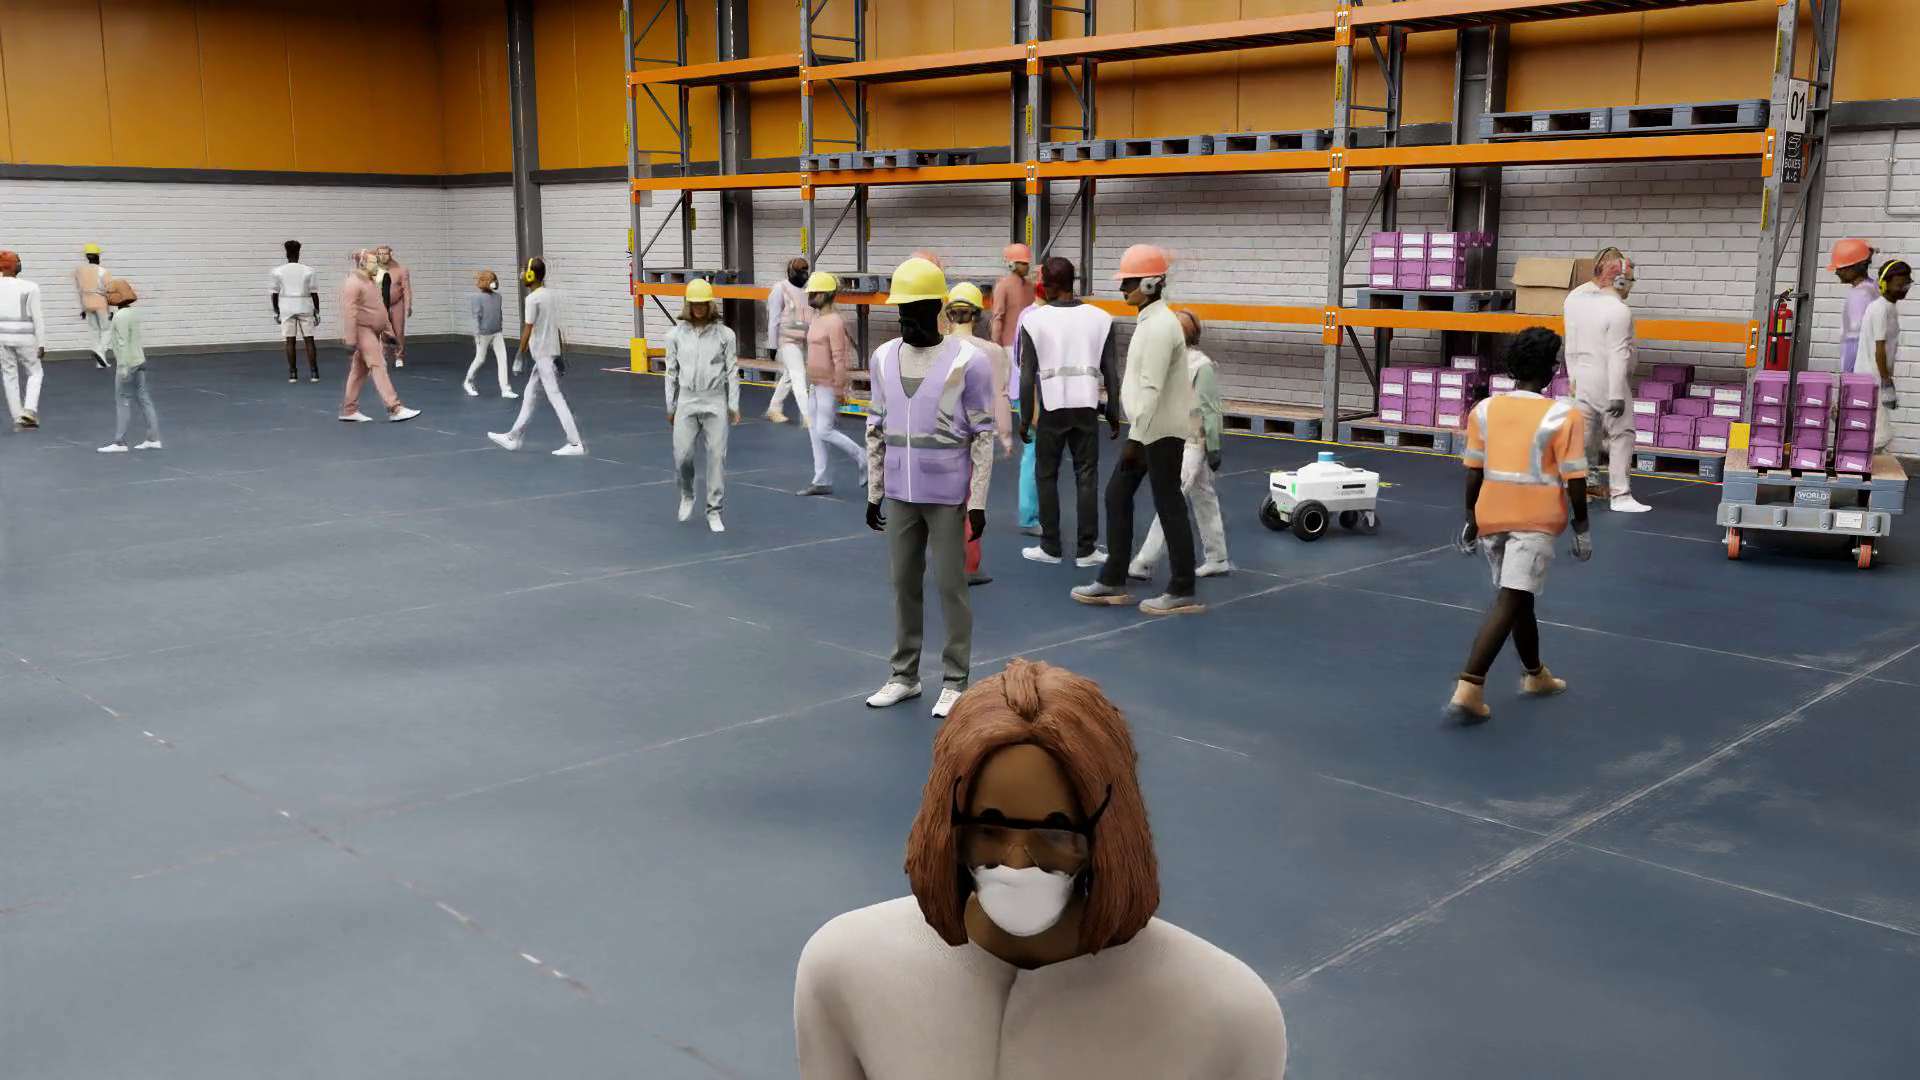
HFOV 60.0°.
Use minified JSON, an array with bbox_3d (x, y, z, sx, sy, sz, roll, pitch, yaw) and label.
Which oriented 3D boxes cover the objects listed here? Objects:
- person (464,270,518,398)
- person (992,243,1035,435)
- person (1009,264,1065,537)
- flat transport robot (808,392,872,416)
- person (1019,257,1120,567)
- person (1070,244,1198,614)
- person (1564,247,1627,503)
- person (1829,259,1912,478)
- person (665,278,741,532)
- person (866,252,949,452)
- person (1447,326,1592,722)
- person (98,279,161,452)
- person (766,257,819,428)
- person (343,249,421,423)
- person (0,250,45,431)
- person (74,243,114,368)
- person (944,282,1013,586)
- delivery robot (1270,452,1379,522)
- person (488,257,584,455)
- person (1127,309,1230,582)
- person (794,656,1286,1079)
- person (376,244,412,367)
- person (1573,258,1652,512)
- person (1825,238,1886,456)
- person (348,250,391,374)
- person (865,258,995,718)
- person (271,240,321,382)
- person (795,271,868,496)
[{"bbox_3d":[-5.947,-2.589,20.870,0.823,1.597,0.512,7,12,32],"label":"person"},{"bbox_3d":[0.537,-1.982,16.616,0.990,1.953,0.609,7,12,32],"label":"person"},{"bbox_3d":[0.525,-0.934,11.207,0.377,1.847,0.590,3,11,18],"label":"person"},{"bbox_3d":[-1.036,-1.514,18.628,0.652,0.197,1.431,-10,14,-44],"label":"flat transport robot"},{"bbox_3d":[0.671,-0.782,10.235,0.631,1.892,0.475,-2,11,-12],"label":"person"},{"bbox_3d":[0.918,-0.570,8.836,0.810,1.961,0.636,-1,10,-4],"label":"person"},{"bbox_3d":[4.834,-1.250,12.653,0.627,1.934,0.370,-7,12,-32],"label":"person"},{"bbox_3d":[6.754,-1.147,12.342,0.485,1.849,0.614,6,12,30],"label":"person"},{"bbox_3d":[-1.768,-0.929,11.458,0.512,1.733,0.477,-2,11,-11],"label":"person"},{"bbox_3d":[-0.303,-1.603,14.750,1.024,1.882,0.553,3,11,18],"label":"person"},{"bbox_3d":[2.353,-0.069,7.005,0.889,1.659,0.534,-7,13,-34],"label":"person"},{"bbox_3d":[-7.850,-1.635,15.630,0.411,1.629,0.504,-1,10,-8],"label":"person"},{"bbox_3d":[-1.783,-2.107,17.723,0.958,1.801,0.642,8,13,38],"label":"person"},{"bbox_3d":[-6.291,-2.193,17.966,0.954,1.860,0.658,0,10,-3],"label":"person"},{"bbox_3d":[-9.768,-2.050,17.204,0.578,1.872,0.405,-3,11,-15],"label":"person"},{"bbox_3d":[-13.110,-3.546,25.242,0.585,1.911,0.473,0,10,2],"label":"person"},{"bbox_3d":[0.053,-0.620,9.704,0.560,1.749,0.489,4,11,21],"label":"person"},{"bbox_3d":[2.471,-0.352,11.262,0.707,0.478,0.477,-4,11,-19],"label":"delivery robot"},{"bbox_3d":[-3.936,-1.682,15.329,0.997,1.818,0.552,1,10,6],"label":"person"},{"bbox_3d":[1.245,-0.537,9.653,0.820,1.588,0.531,-3,11,-16],"label":"person"},{"bbox_3d":[0.073,0.912,1.702,0.500,1.632,0.273,3,11,15],"label":"person"},{"bbox_3d":[-8.696,-3.545,25.334,0.677,1.878,0.774,-3,11,-14],"label":"person"},{"bbox_3d":[4.625,-1.117,12.142,0.869,1.868,0.649,-1,10,-7],"label":"person"},{"bbox_3d":[6.894,-1.308,12.788,0.536,2.000,0.701,7,13,35],"label":"person"},{"bbox_3d":[-8.629,-3.312,24.248,0.660,1.811,0.613,0,10,-2],"label":"person"},{"bbox_3d":[-0.151,-0.211,7.005,0.594,1.924,0.379,6,12,30],"label":"person"},{"bbox_3d":[-9.170,-3.160,22.992,0.615,1.963,0.419,-4,11,-19],"label":"person"},{"bbox_3d":[-0.986,-1.204,12.904,0.554,1.752,0.530,-5,11,-23],"label":"person"}]
